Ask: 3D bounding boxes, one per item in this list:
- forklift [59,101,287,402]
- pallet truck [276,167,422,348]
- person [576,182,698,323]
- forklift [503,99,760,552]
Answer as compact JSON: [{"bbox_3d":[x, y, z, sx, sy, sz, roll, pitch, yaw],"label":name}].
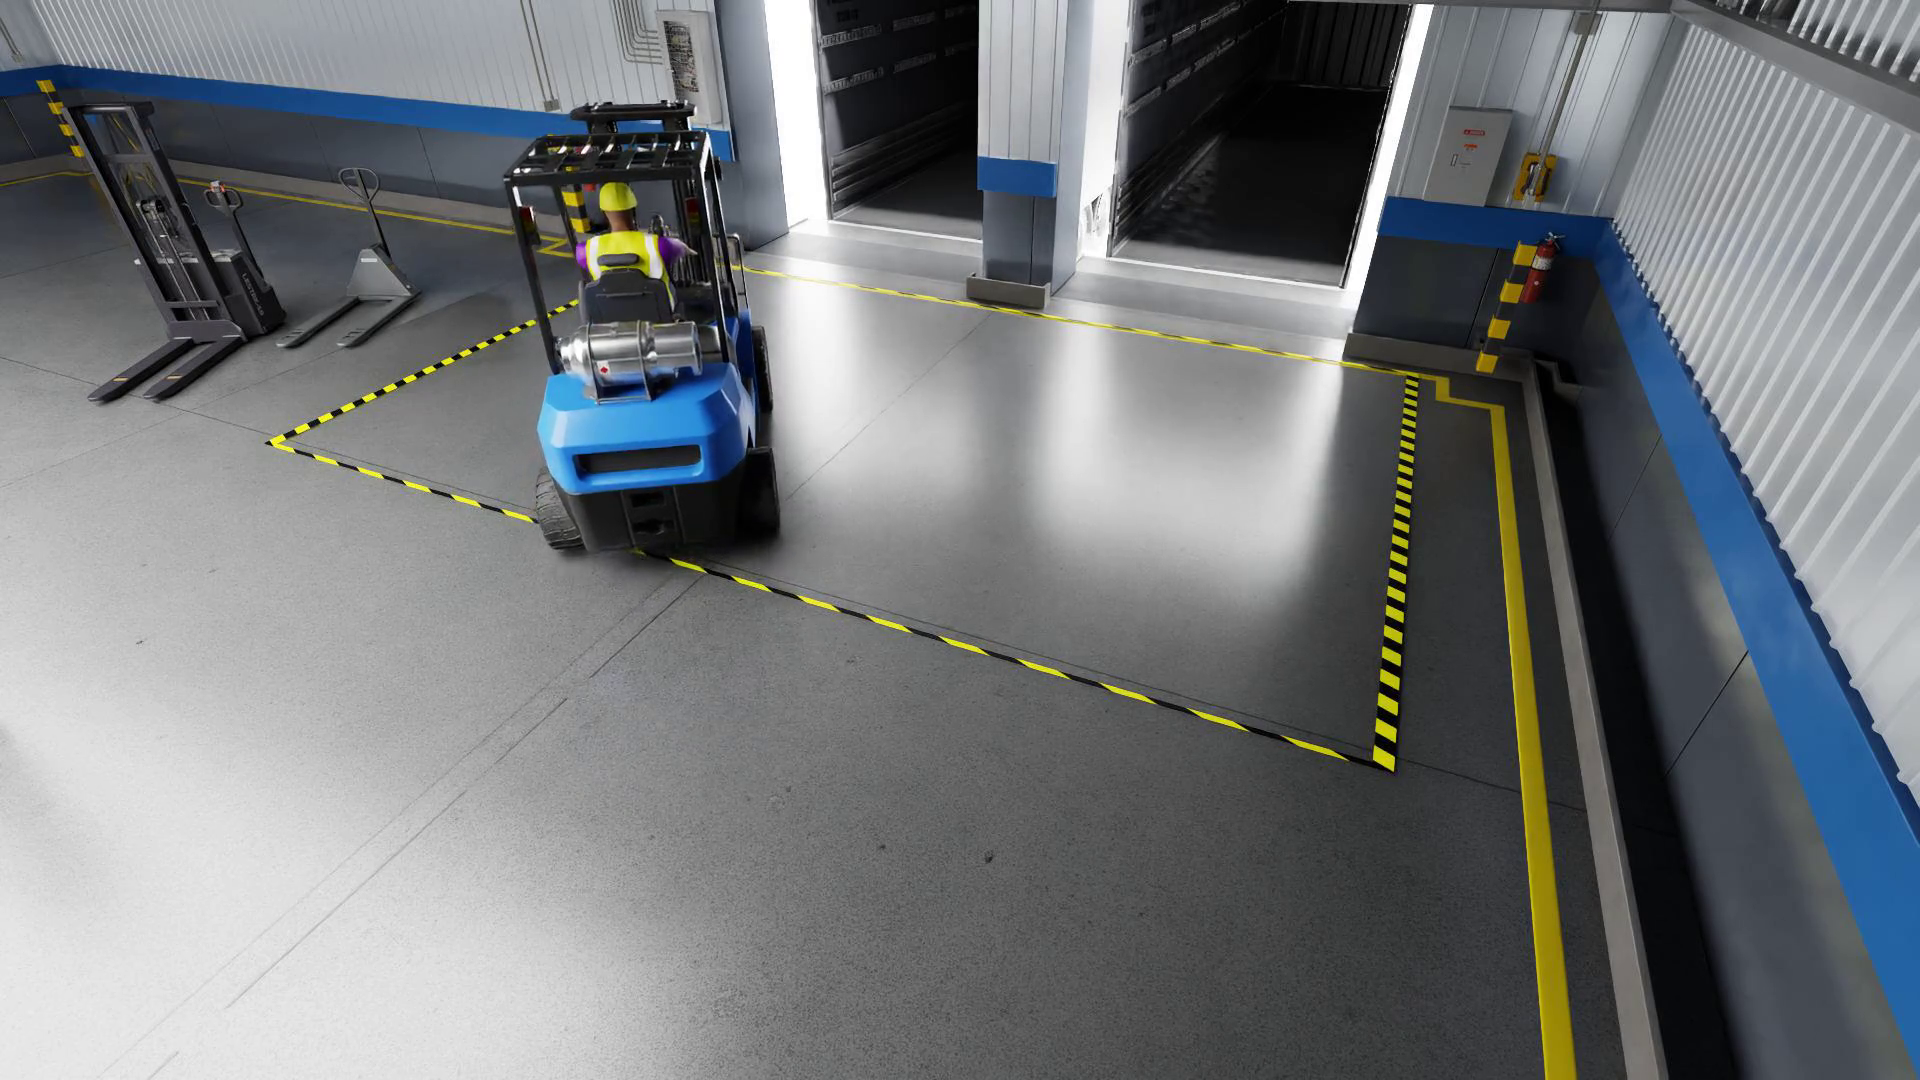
[{"bbox_3d":[-6.686,-2.387,7.434,0.823,1.965,1.885,-3,35,-5],"label":"forklift"},{"bbox_3d":[-5.732,-2.611,8.414,0.680,1.201,1.601,-1,35,-1],"label":"pallet truck"},{"bbox_3d":[-1.982,-1.672,5.775,0.635,1.294,1.004,-6,35,-8],"label":"person"},{"bbox_3d":[-1.979,-1.485,5.833,1.157,2.036,2.680,-6,35,-8],"label":"forklift"}]
